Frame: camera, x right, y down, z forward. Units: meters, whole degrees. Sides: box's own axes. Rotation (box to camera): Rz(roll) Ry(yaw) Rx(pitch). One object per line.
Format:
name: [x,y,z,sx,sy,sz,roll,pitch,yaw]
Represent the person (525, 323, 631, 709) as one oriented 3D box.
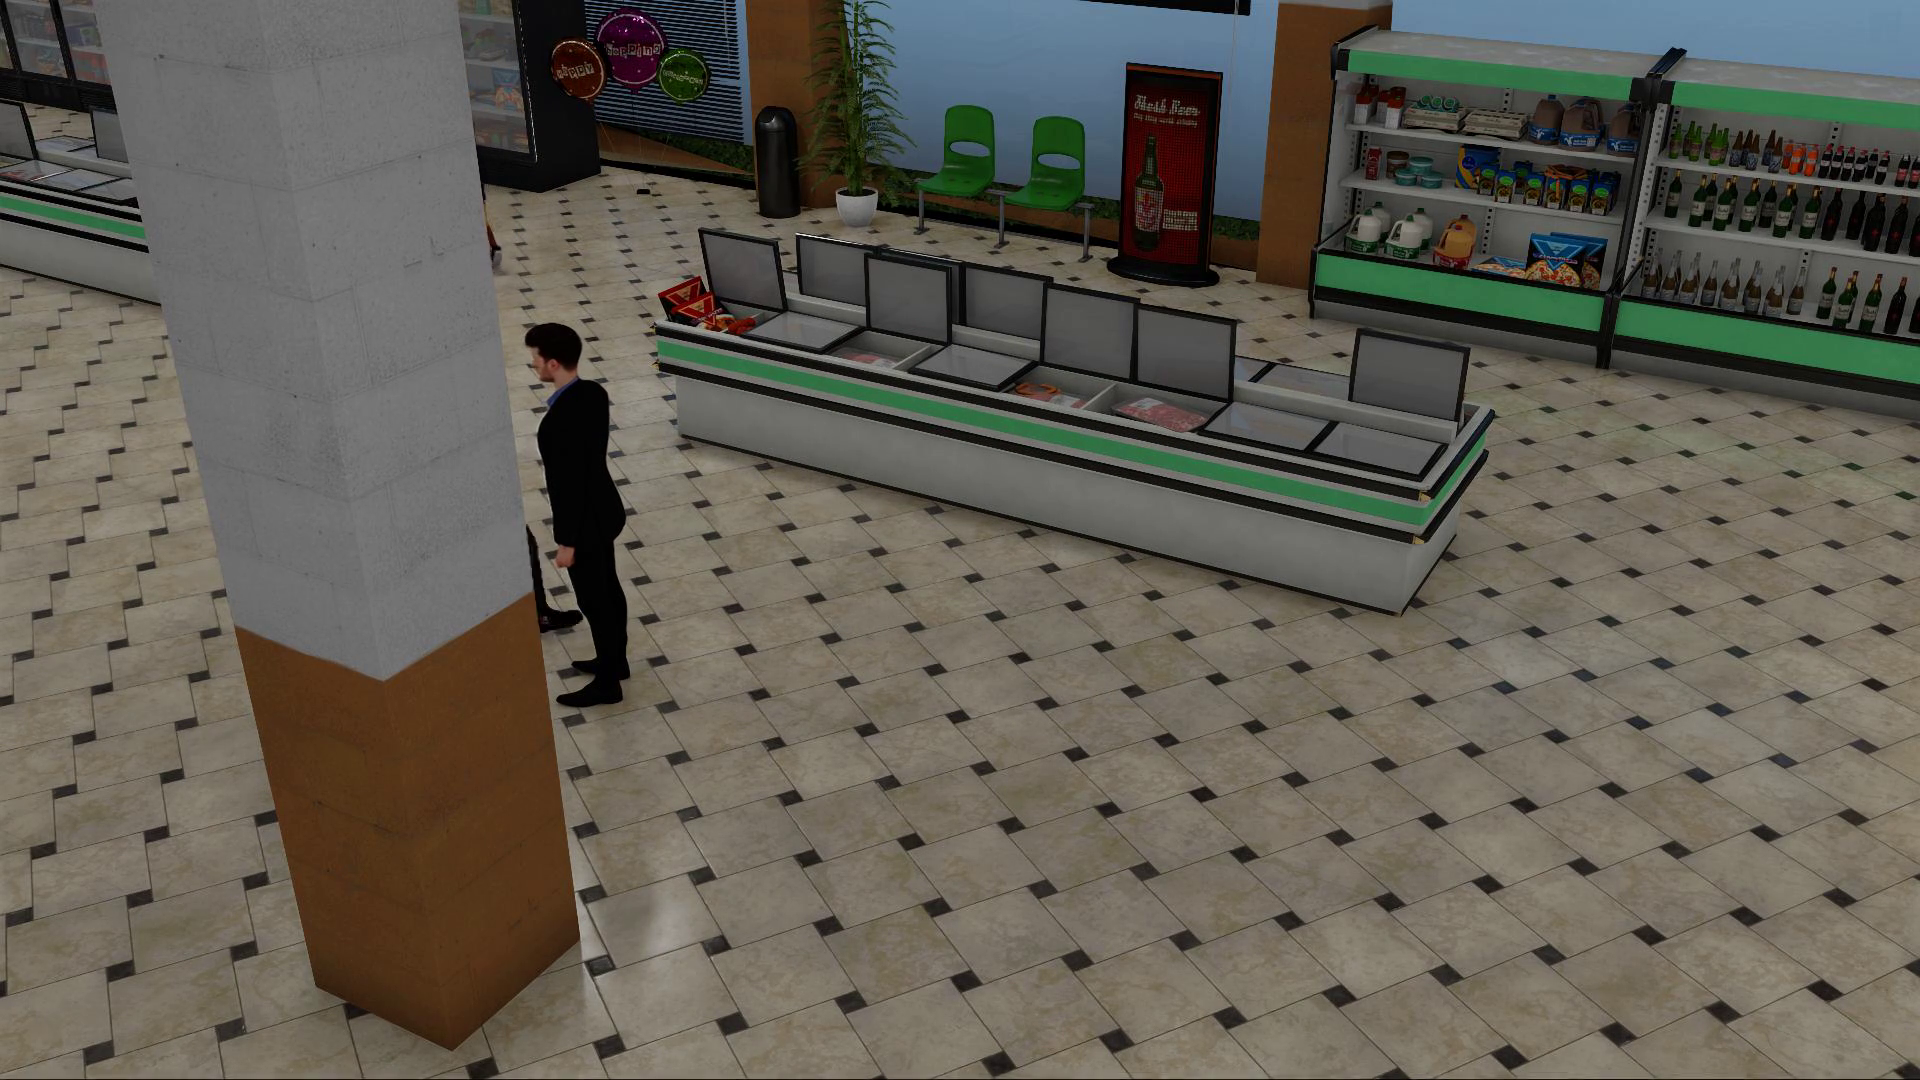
person: [-1.732,-0.113,7.700,0.780,1.885,0.784,1,27,2]
